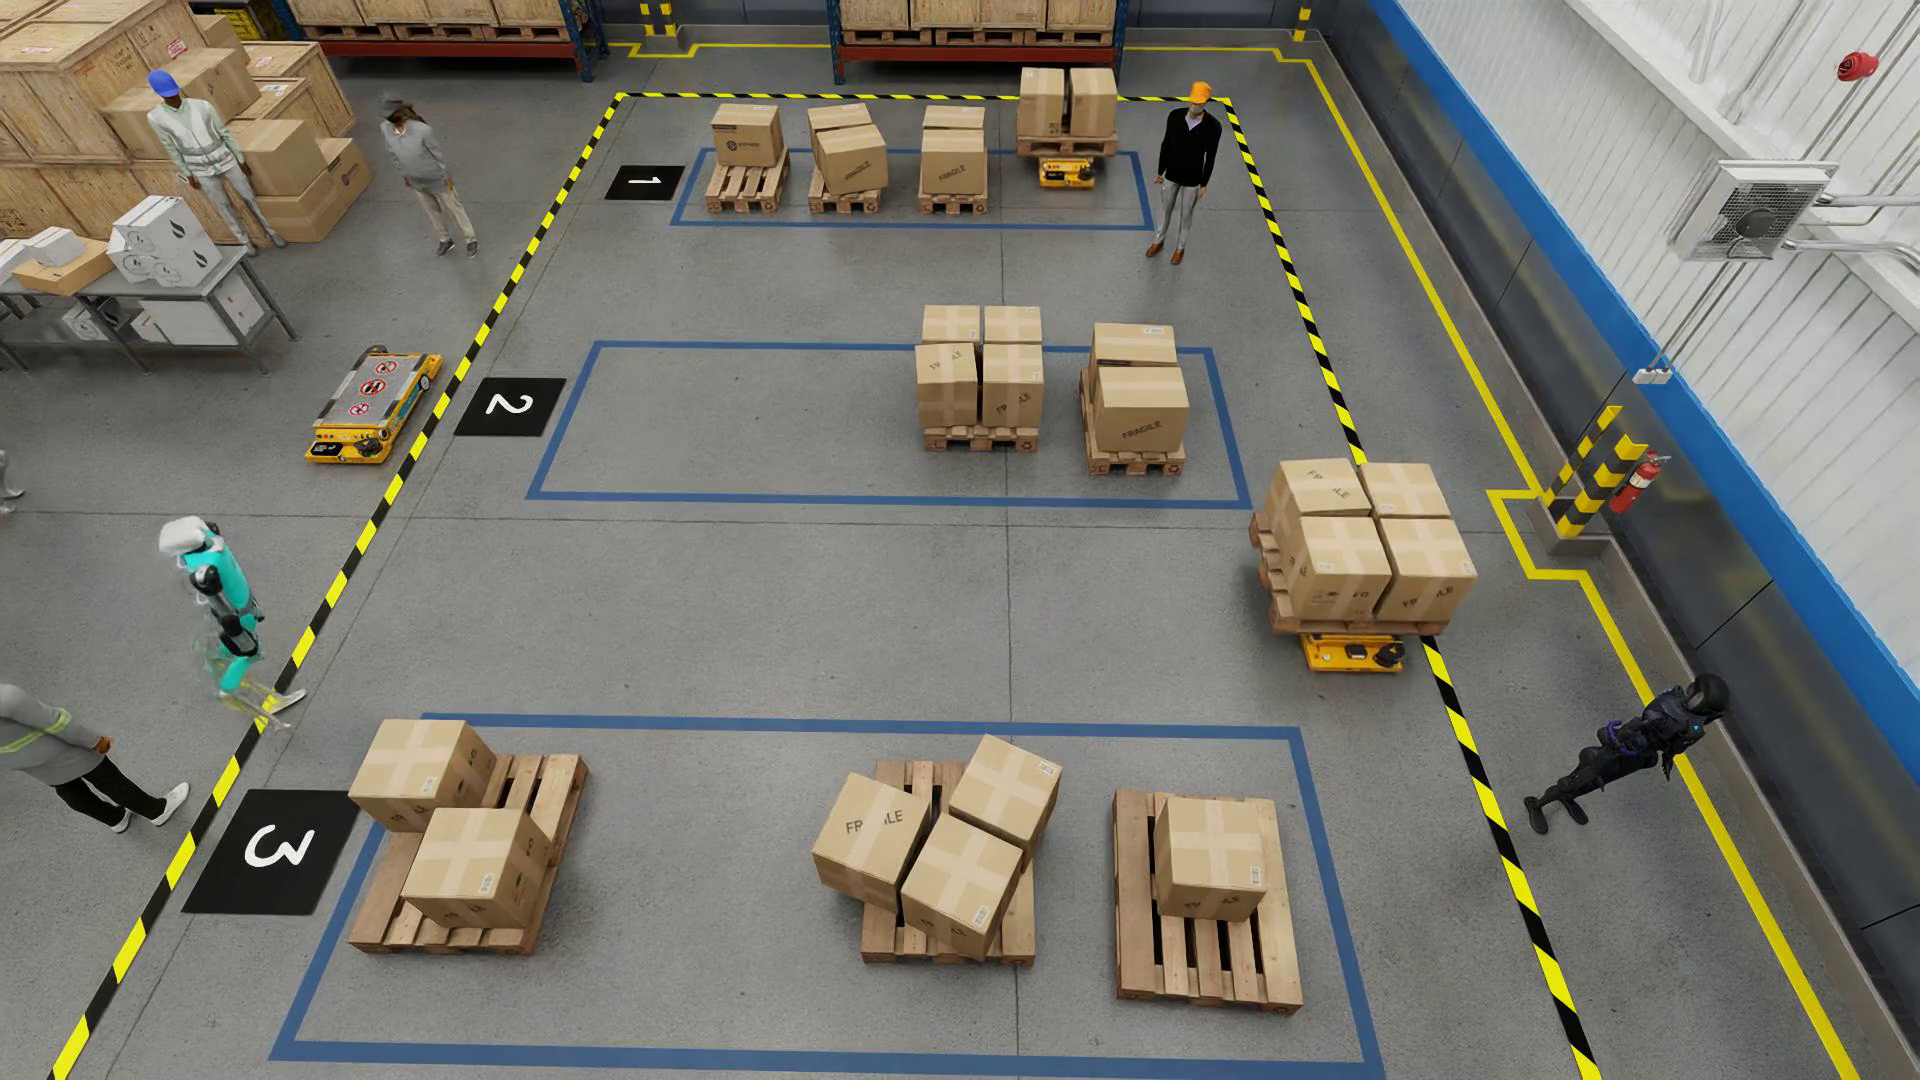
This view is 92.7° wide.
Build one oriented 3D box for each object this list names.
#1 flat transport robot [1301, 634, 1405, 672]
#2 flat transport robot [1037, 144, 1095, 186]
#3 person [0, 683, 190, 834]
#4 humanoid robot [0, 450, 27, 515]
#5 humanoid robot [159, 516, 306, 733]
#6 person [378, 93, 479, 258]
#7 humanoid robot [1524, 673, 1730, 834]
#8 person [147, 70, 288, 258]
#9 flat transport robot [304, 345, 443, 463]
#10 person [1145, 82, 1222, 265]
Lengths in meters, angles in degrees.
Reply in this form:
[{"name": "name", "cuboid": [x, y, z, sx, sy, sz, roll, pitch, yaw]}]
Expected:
[{"name": "flat transport robot", "cuboid": [2.881, 0.354, 7.049, 0.652, 0.197, 1.431, 1, 50, 1]}, {"name": "flat transport robot", "cuboid": [1.304, -4.881, 11.479, 0.652, 0.197, 1.431, 1, 50, 1]}, {"name": "person", "cuboid": [-5.341, 1.167, 5.342, 0.597, 1.850, 0.395, -6, 50, -5]}, {"name": "humanoid robot", "cuboid": [-8.035, -0.875, 7.119, 0.674, 1.756, 0.530, -7, 50, -6]}, {"name": "humanoid robot", "cuboid": [-4.770, 0.617, 5.903, 0.810, 1.795, 0.535, -23, 53, -18]}, {"name": "person", "cuboid": [-5.576, -3.805, 9.606, 0.564, 1.762, 0.404, 5, 50, 4]}, {"name": "humanoid robot", "cuboid": [3.925, 1.262, 5.369, 0.599, 1.654, 0.315, -7, 50, -6]}, {"name": "person", "cuboid": [-7.803, -3.918, 9.591, 0.604, 1.939, 0.411, -31, 56, -23]}, {"name": "flat transport robot", "cuboid": [-5.383, -1.269, 8.441, 0.659, 0.231, 1.431, 1, 50, 1]}, {"name": "person", "cuboid": [2.314, -3.784, 9.512, 0.588, 1.884, 0.358, 25, 54, 20]}]
